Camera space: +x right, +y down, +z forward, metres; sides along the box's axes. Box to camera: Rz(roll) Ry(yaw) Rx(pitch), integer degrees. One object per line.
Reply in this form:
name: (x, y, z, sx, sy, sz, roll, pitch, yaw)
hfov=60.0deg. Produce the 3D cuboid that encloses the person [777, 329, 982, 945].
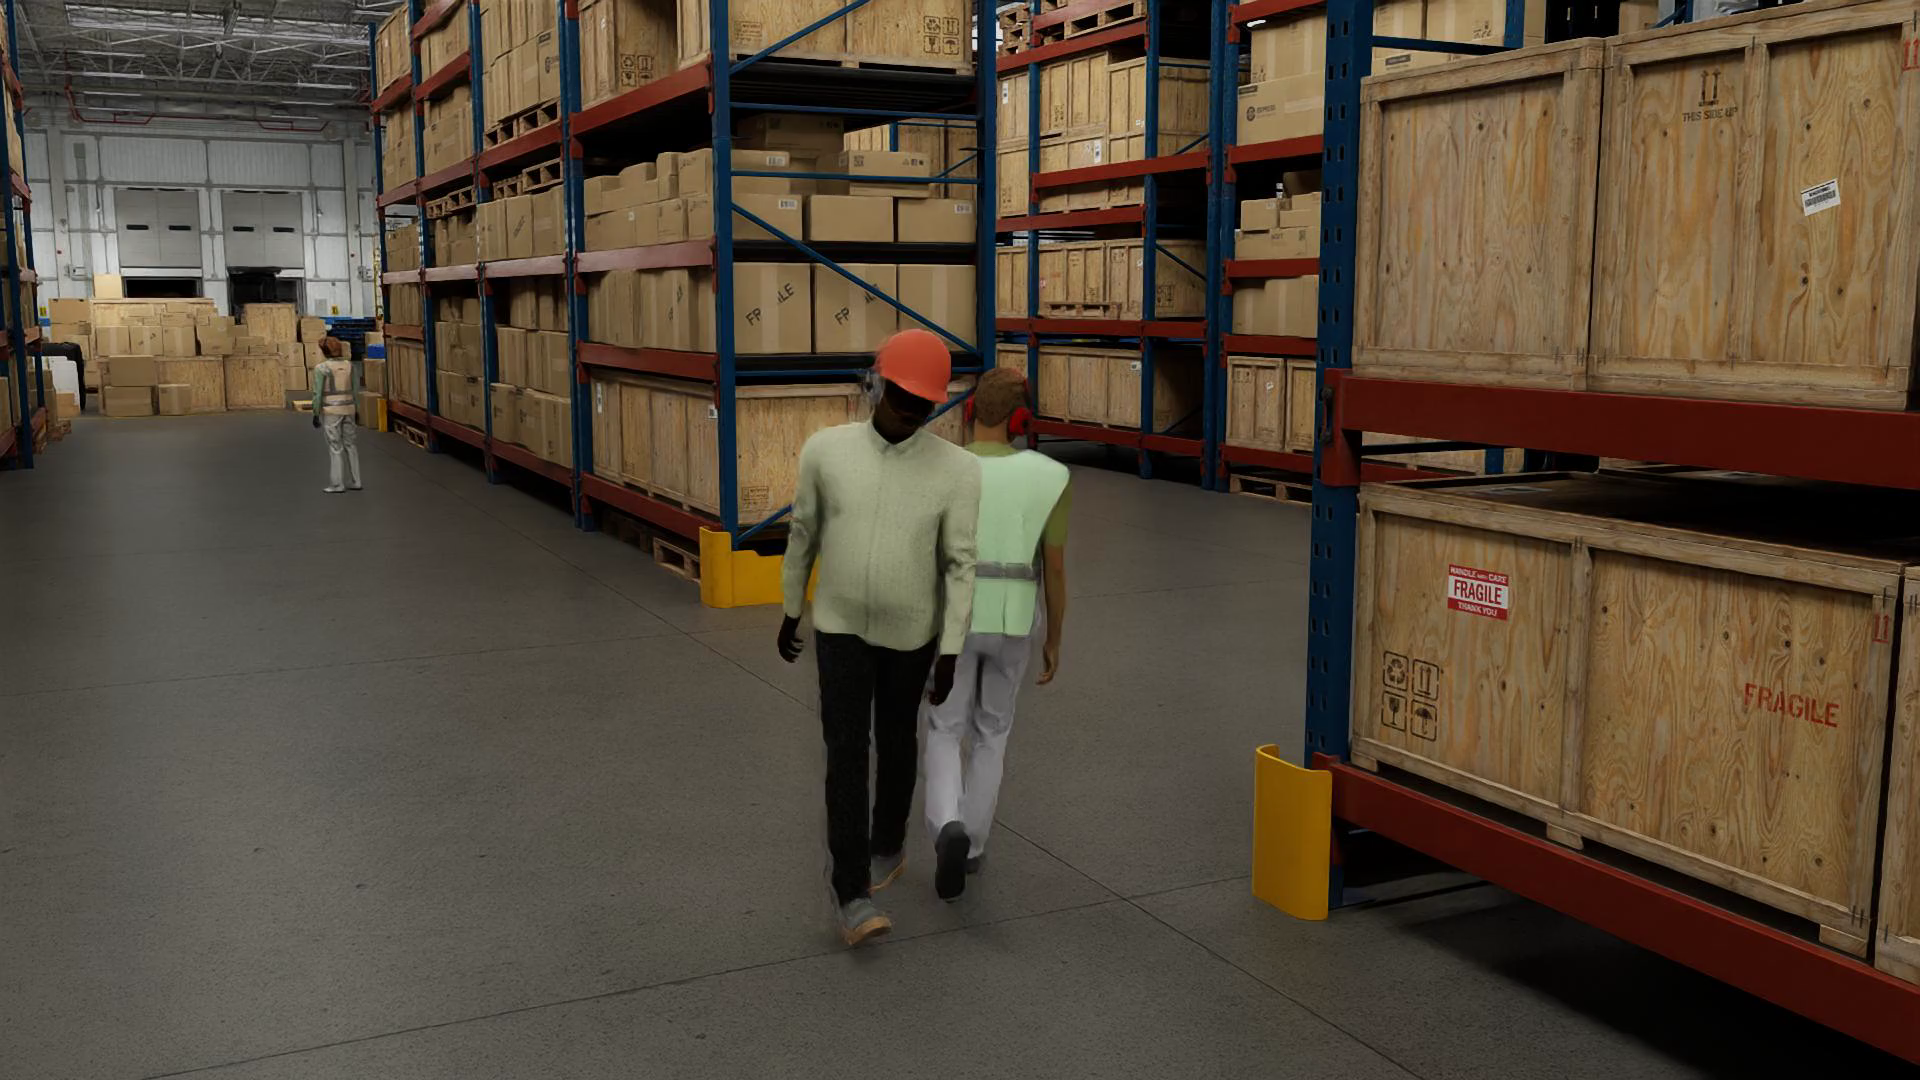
person: (-0.275, 0.298, 5.313, 0.679, 1.921, 0.980, 0, 8, 1)

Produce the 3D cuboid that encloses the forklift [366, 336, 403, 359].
forklift: (-11.019, -4.281, 33.612, 1.873, 2.768, 1.129, 5, 10, 30)

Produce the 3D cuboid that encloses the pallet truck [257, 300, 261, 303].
pallet truck: (-23.913, -7.404, 58.171, 1.885, 1.965, 0.823, -1, 8, -9)

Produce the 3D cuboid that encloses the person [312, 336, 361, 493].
person: (-6.498, -1.301, 17.343, 0.328, 1.630, 0.530, 5, 10, 30)

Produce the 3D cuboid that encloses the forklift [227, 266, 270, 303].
forklift: (-17.722, -5.442, 41.613, 1.129, 2.768, 1.873, -6, 10, -35)

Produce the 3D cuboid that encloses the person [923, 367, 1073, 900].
person: (0.076, 0.321, 5.623, 0.615, 1.804, 0.725, 0, 8, -2)
